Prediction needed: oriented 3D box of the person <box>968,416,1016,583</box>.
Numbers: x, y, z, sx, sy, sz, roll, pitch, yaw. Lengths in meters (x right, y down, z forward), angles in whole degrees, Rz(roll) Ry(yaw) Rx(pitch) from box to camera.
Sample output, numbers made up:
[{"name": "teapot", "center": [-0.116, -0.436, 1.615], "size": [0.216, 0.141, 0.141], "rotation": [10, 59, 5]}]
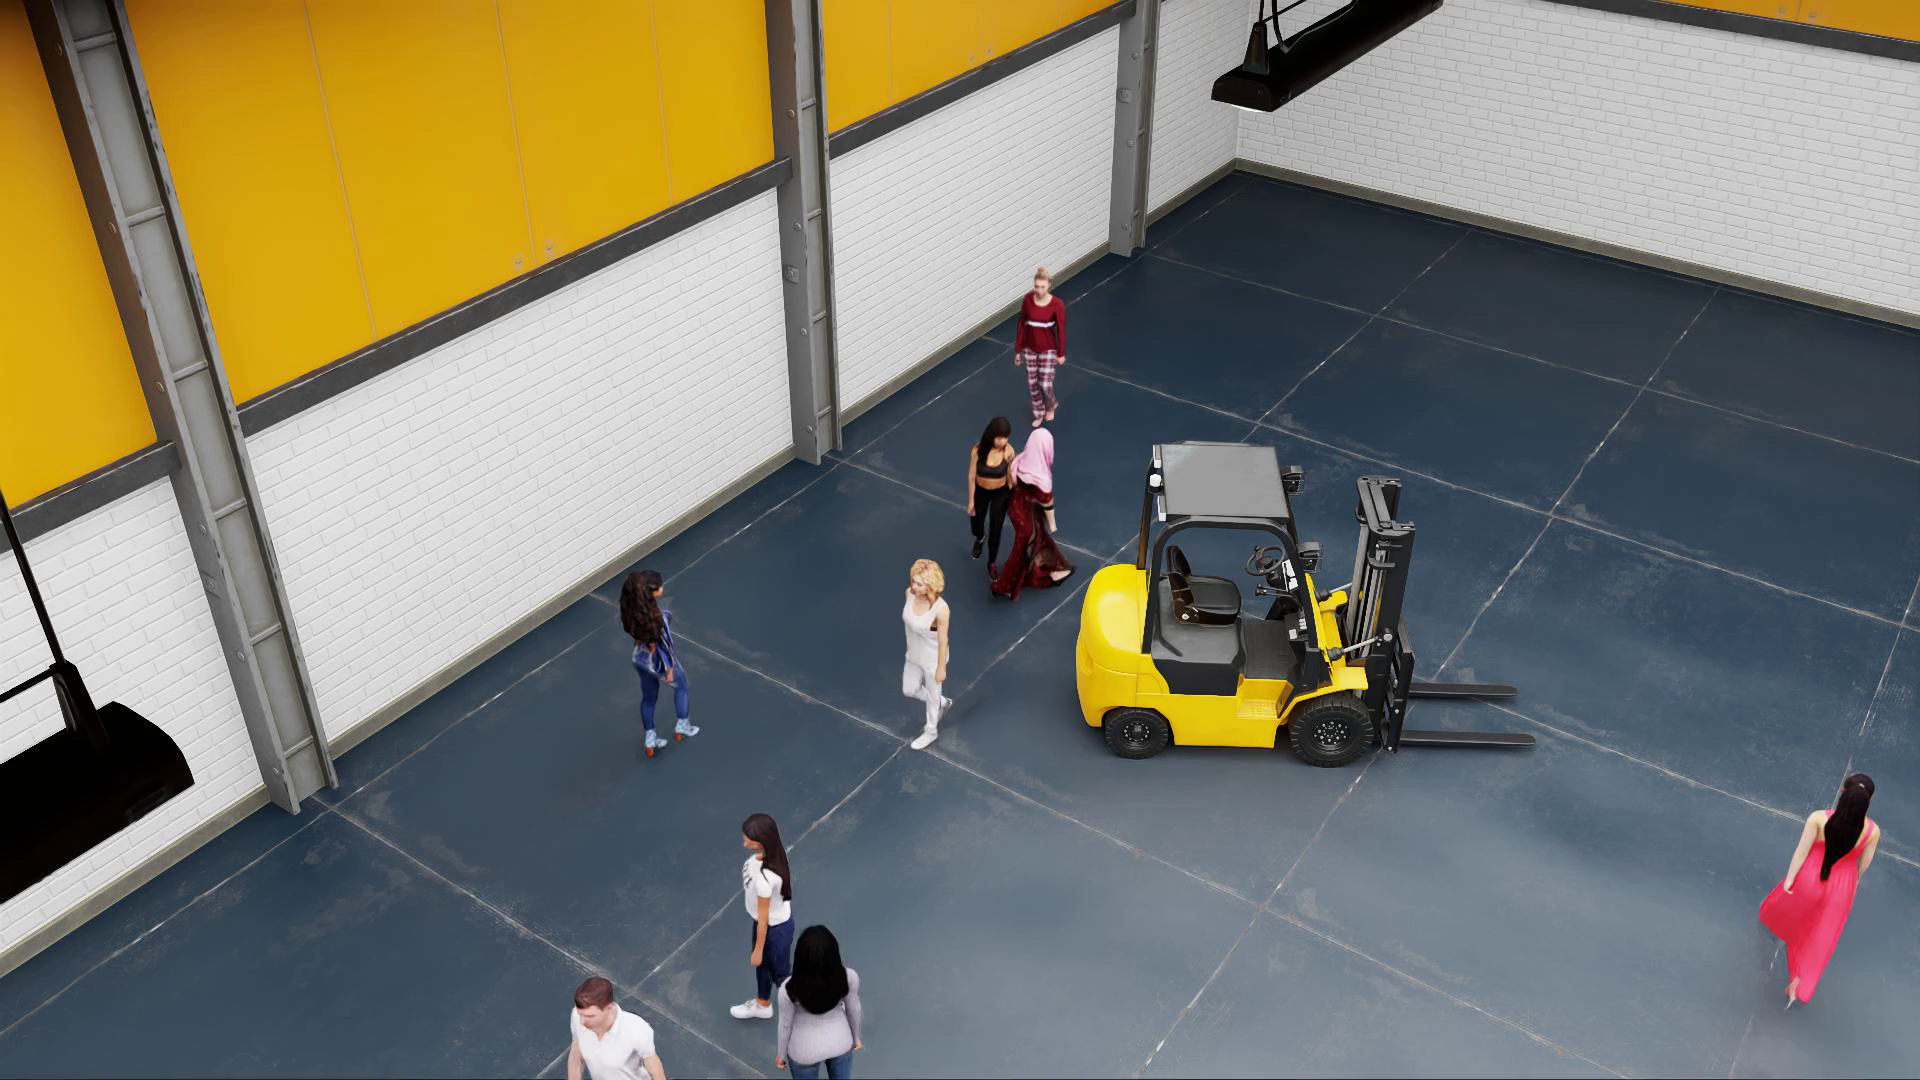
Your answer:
[{"name": "person", "center": [0.257, -0.408, 14.204], "size": [0.786, 1.624, 0.885], "rotation": [2, 34, 2]}]

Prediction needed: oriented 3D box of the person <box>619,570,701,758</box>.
[{"name": "person", "center": [-2.298, 0.932, 12.202], "size": [0.605, 1.608, 0.643], "rotation": [21, 39, 28]}]

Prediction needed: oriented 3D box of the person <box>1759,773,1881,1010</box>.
[{"name": "person", "center": [5.307, 2.196, 10.230], "size": [0.734, 1.685, 1.135], "rotation": [14, 36, 19]}]

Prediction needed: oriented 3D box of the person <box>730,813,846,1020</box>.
[{"name": "person", "center": [-1.034, 2.316, 9.986], "size": [1.072, 1.755, 1.016], "rotation": [-4, 34, -6]}]

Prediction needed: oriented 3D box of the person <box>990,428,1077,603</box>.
[{"name": "person", "center": [0.503, -0.156, 13.869], "size": [1.126, 1.574, 0.992], "rotation": [-12, 36, -18]}]

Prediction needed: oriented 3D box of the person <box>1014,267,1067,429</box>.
[{"name": "person", "center": [0.820, -1.913, 16.406], "size": [0.687, 1.691, 0.683], "rotation": [13, 36, 19]}]

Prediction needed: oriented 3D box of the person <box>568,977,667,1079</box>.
[{"name": "person", "center": [-1.755, 2.926, 9.001], "size": [0.659, 1.830, 0.768], "rotation": [17, 37, 24]}]

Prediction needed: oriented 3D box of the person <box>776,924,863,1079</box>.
[{"name": "person", "center": [-0.760, 2.822, 9.246], "size": [0.675, 1.732, 0.776], "rotation": [-10, 35, -14]}]

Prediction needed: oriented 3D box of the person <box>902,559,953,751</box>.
[{"name": "person", "center": [-0.183, 0.810, 12.335], "size": [0.733, 1.662, 0.673], "rotation": [-28, 43, -35]}]
